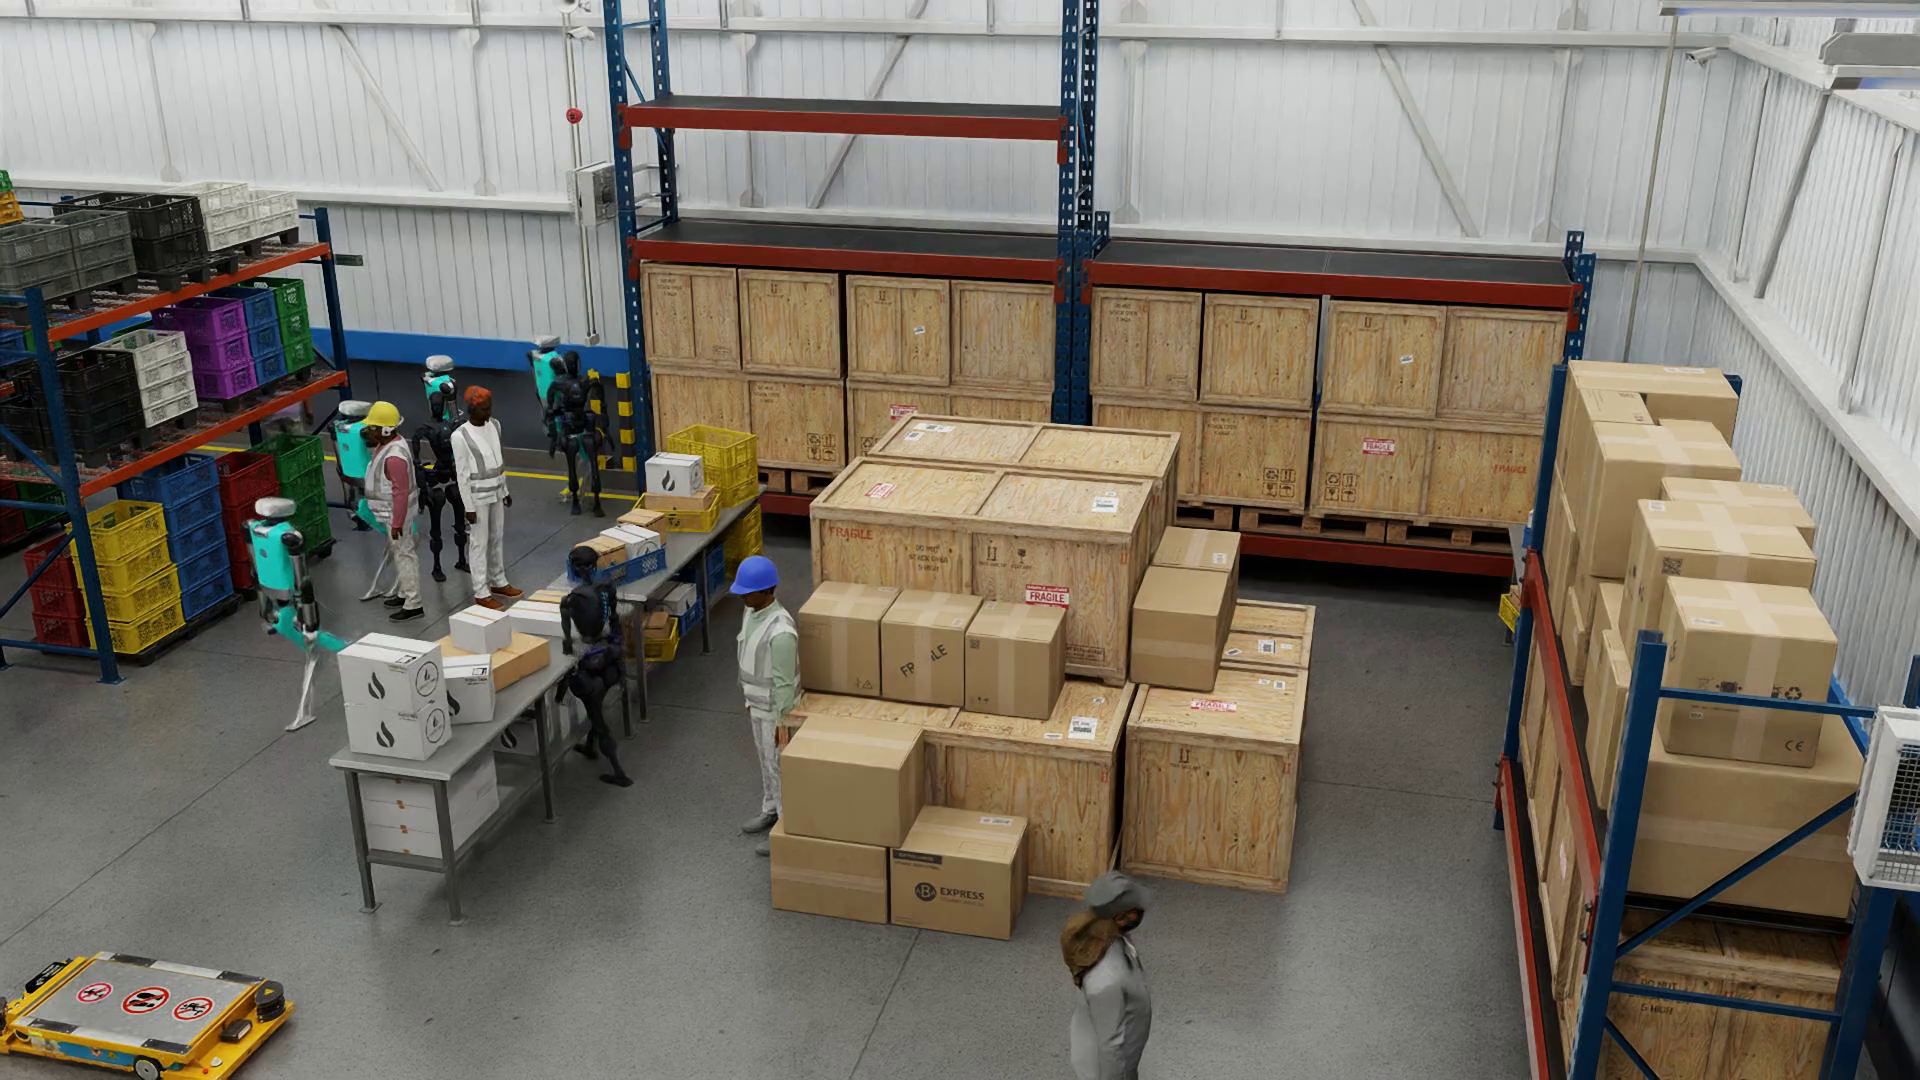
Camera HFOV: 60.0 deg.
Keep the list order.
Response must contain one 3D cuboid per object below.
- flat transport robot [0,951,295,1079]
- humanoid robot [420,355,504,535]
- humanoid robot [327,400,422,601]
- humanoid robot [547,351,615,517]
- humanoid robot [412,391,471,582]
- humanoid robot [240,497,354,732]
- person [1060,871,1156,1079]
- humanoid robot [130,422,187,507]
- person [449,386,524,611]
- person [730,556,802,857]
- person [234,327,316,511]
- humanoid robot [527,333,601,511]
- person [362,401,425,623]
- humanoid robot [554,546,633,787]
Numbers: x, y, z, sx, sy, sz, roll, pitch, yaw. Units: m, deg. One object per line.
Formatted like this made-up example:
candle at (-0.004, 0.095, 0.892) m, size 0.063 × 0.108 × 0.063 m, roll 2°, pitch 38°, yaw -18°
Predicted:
flat transport robot at (-4.270, 2.464, 8.601) m, size 1.431 × 0.231 × 0.659 m, roll 5°, pitch 22°, yaw 13°
humanoid robot at (-4.450, -0.897, 15.152) m, size 0.735 × 1.674 × 0.533 m, roll -17°, pitch 27°, yaw -37°
humanoid robot at (-4.791, -0.365, 13.866) m, size 0.544 × 1.757 × 0.677 m, roll 12°, pitch 24°, yaw 29°
humanoid robot at (-3.596, -1.017, 15.758) m, size 0.610 × 1.634 × 0.458 m, roll -7°, pitch 22°, yaw -17°
humanoid robot at (-4.415, -0.481, 14.316) m, size 0.599 × 1.654 × 0.315 m, roll -18°, pitch 27°, yaw -38°
humanoid robot at (-4.542, 0.462, 11.831) m, size 0.548 × 1.809 × 0.888 m, roll 10°, pitch 23°, yaw 25°
person at (0.619, 2.209, 7.162) m, size 0.396 × 1.769 × 0.565 m, roll 1°, pitch 21°, yaw 1°
humanoid robot at (-7.380, -0.836, 15.255) m, size 0.614 × 1.654 × 0.310 m, roll 7°, pitch 22°, yaw 18°
person at (-3.902, -0.349, 13.697) m, size 0.356 × 1.884 × 0.574 m, roll 7°, pitch 22°, yaw 17°
person at (-1.166, 0.993, 10.120) m, size 0.413 × 1.936 × 0.608 m, roll -9°, pitch 23°, yaw -22°
person at (-6.525, -1.226, 15.790) m, size 0.714 × 2.029 × 0.438 m, roll -11°, pitch 24°, yaw -27°
humanoid robot at (-3.717, -1.150, 15.965) m, size 0.531 × 1.772 × 0.665 m, roll 19°, pitch 28°, yaw 41°
person at (-4.590, -0.239, 13.475) m, size 0.404 × 1.837 × 0.588 m, roll -9°, pitch 23°, yaw -22°
humanoid robot at (-2.477, 0.817, 10.966) m, size 0.689 × 1.636 × 0.605 m, roll 10°, pitch 23°, yaw 25°
